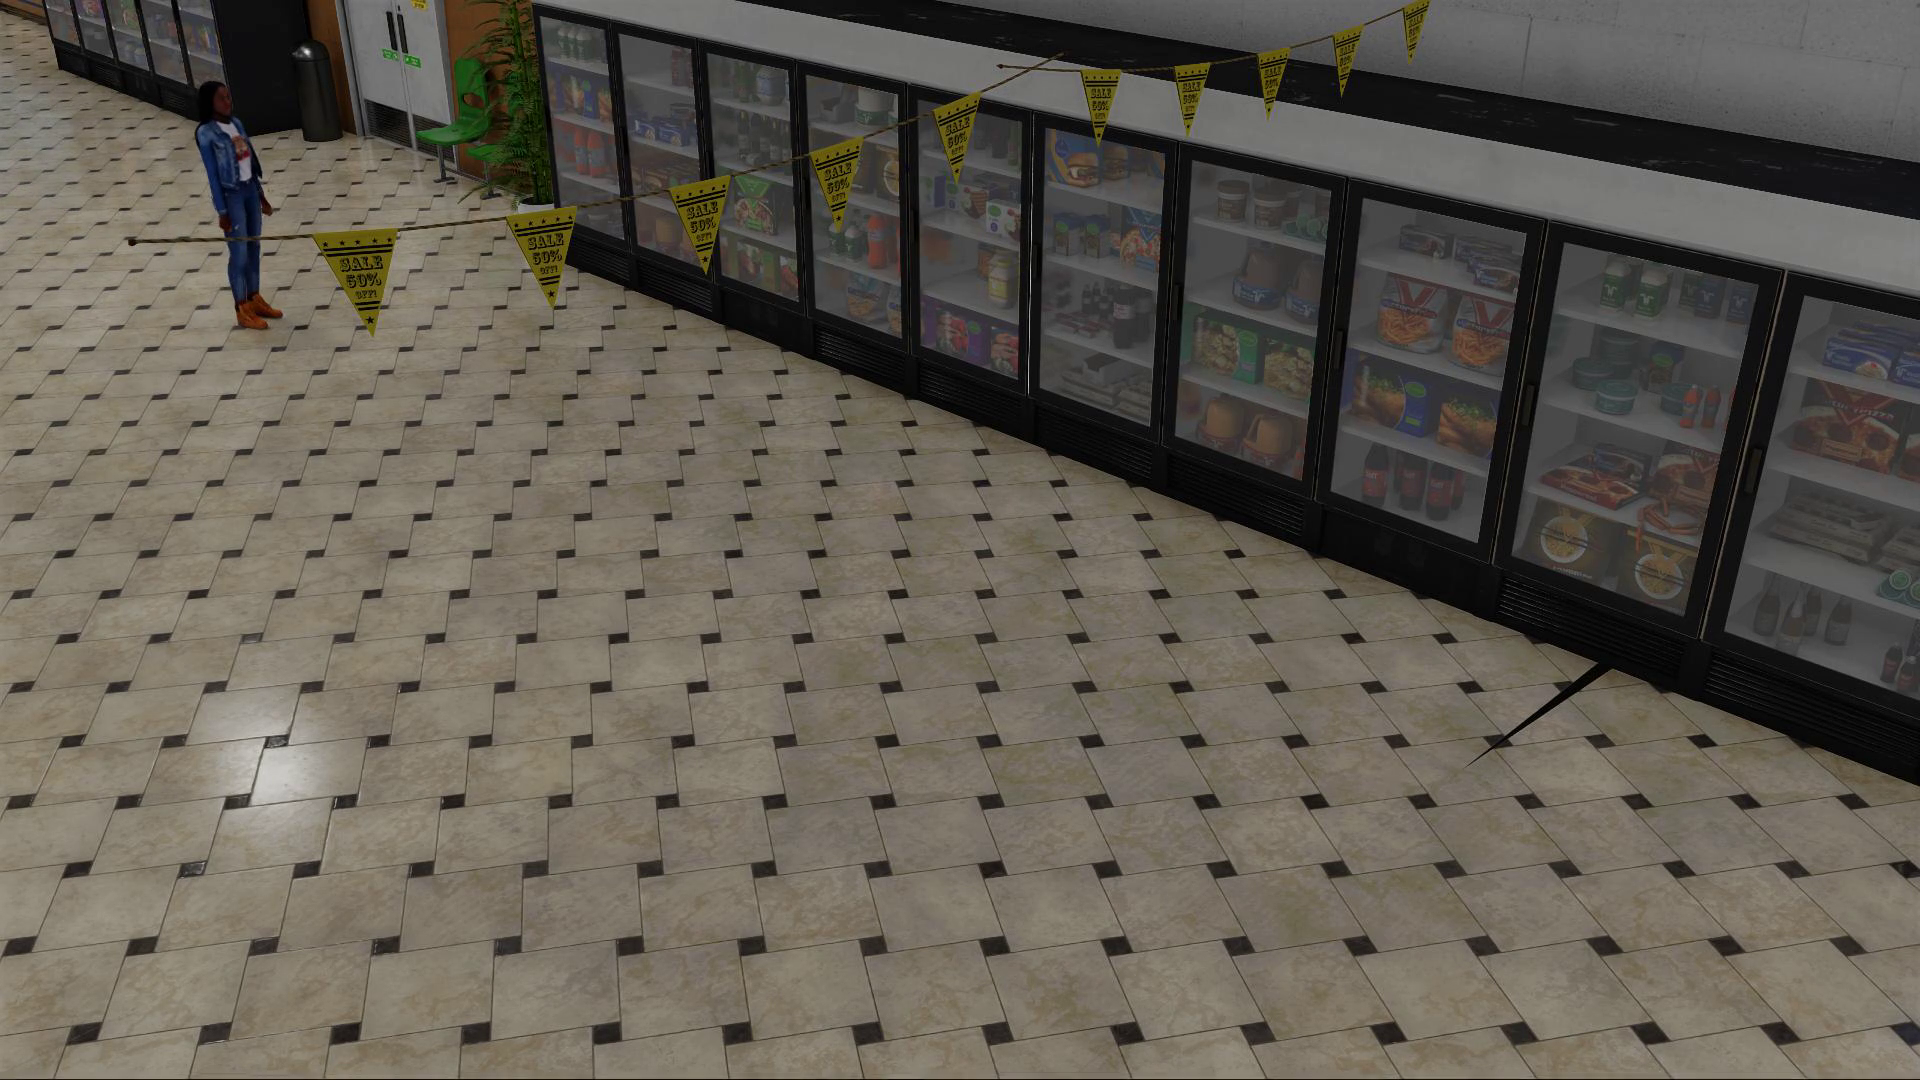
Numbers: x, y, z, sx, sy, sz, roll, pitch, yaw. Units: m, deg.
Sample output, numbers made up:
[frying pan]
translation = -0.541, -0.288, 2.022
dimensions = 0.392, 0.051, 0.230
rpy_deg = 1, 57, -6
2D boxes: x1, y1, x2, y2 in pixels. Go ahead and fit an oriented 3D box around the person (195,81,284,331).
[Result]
[person]
translation = -5.112, -2.373, 11.720
dimensions = 0.760, 1.713, 0.656
rpy_deg = 6, 27, 11
